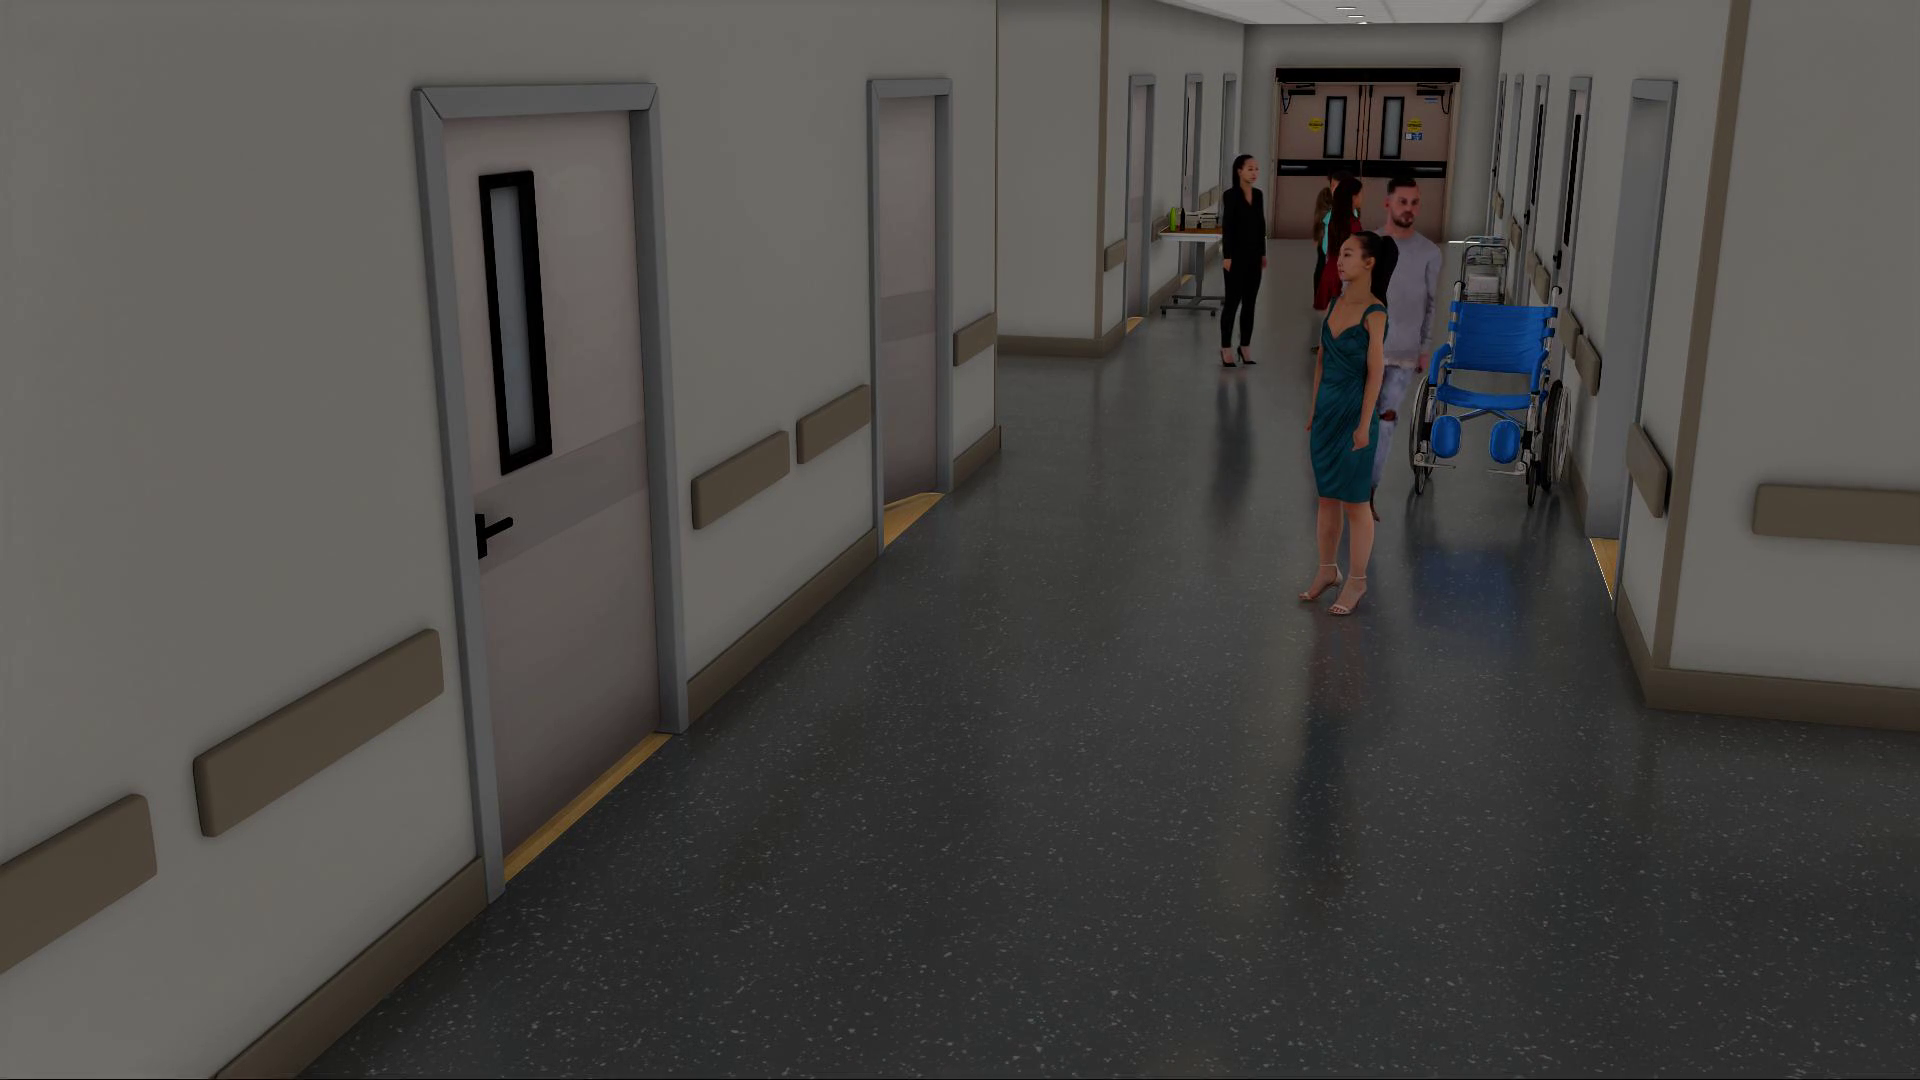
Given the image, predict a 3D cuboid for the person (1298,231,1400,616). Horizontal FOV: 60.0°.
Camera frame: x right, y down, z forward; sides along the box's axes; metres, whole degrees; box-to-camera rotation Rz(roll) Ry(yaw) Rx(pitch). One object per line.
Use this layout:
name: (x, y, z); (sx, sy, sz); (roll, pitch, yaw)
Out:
person: (1.705, -0.512, 7.339); (0.678, 1.687, 0.604); (-7, 17, -24)

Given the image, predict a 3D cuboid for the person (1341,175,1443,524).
person: (2.248, -1.025, 8.909); (0.813, 1.821, 0.894); (1, 16, 4)

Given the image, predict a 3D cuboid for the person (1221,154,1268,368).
person: (2.283, -2.262, 13.500); (0.613, 1.710, 0.692); (-11, 19, -34)

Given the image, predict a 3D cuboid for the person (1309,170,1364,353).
person: (3.211, -2.334, 14.037); (0.694, 1.558, 0.602); (-4, 16, -13)

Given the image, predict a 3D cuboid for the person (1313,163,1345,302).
person: (3.761, -3.062, 16.876); (0.703, 1.419, 1.026); (7, 17, 24)

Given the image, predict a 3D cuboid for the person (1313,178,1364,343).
person: (2.999, -2.059, 13.070); (0.741, 1.553, 0.681); (-7, 17, -24)
